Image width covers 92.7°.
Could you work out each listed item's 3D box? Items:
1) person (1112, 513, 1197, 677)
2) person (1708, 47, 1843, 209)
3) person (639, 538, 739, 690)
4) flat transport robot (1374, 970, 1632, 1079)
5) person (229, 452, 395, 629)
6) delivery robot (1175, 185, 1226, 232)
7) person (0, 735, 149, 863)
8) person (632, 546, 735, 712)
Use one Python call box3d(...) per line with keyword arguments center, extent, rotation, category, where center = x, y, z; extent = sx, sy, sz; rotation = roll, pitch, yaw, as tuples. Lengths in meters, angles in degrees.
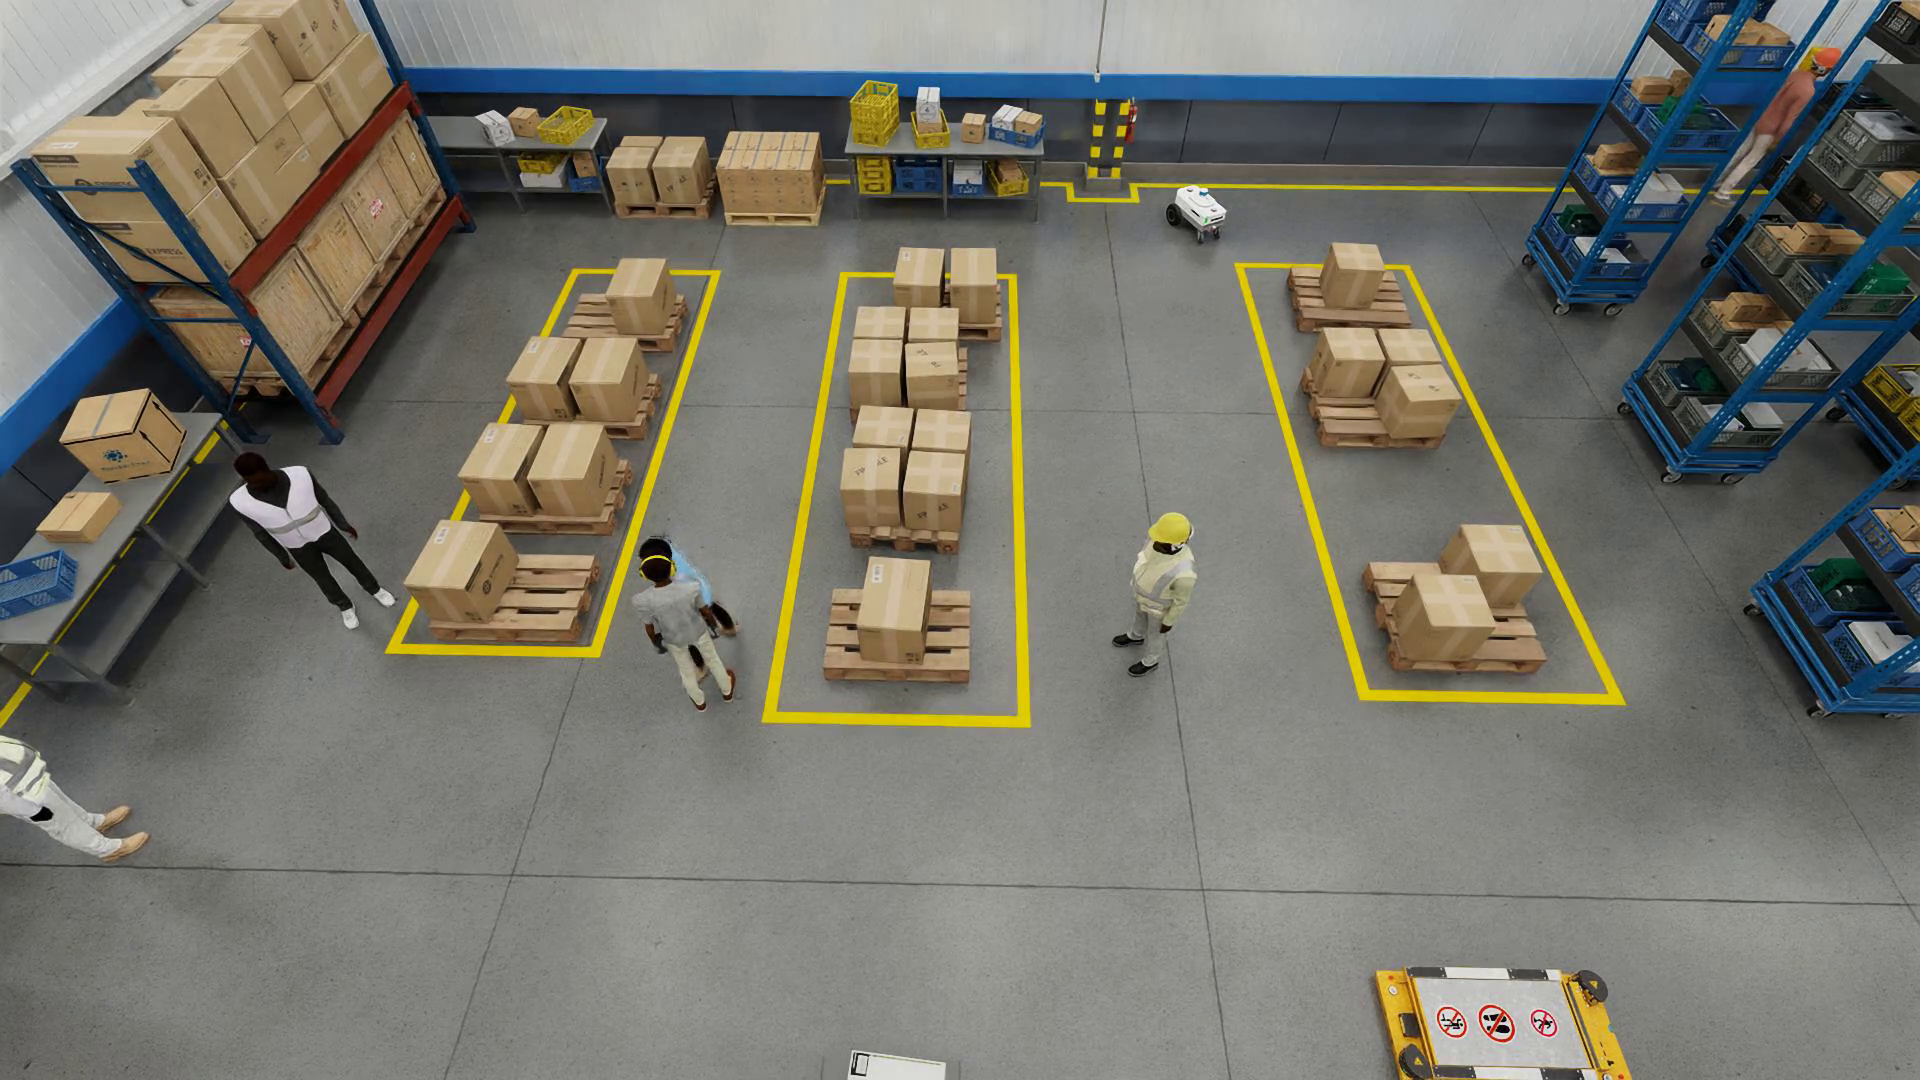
box3d(center=(1.515, 0.417, 7.127), extent=(0.404, 1.832, 0.600), rotation=(-13, 52, -10), category="person")
box3d(center=(10.329, -5.219, 11.635), extent=(0.443, 1.980, 0.629), rotation=(10, 52, 8), category="person")
box3d(center=(-2.121, 0.460, 7.207), extent=(0.632, 1.659, 0.560), rotation=(-22, 54, -17), category="person")
box3d(center=(3.501, 3.133, 5.914), extent=(1.431, 0.197, 0.652), rotation=(1, 51, 1), category="flat transport robot")
box3d(center=(-5.274, -0.030, 7.441), extent=(0.587, 1.914, 0.390), rotation=(-37, 60, -26), category="person")
box3d(center=(3.064, -4.241, 11.685), extent=(0.477, 0.478, 0.707), rotation=(-20, 54, -16), category="delivery robot")
box3d(center=(-6.289, 1.638, 6.127), extent=(0.633, 1.841, 0.429), rotation=(33, 58, 24), category="person")
box3d(center=(-2.069, 0.691, 6.880), extent=(0.518, 1.873, 0.328), rotation=(-16, 53, -13), category="person")
